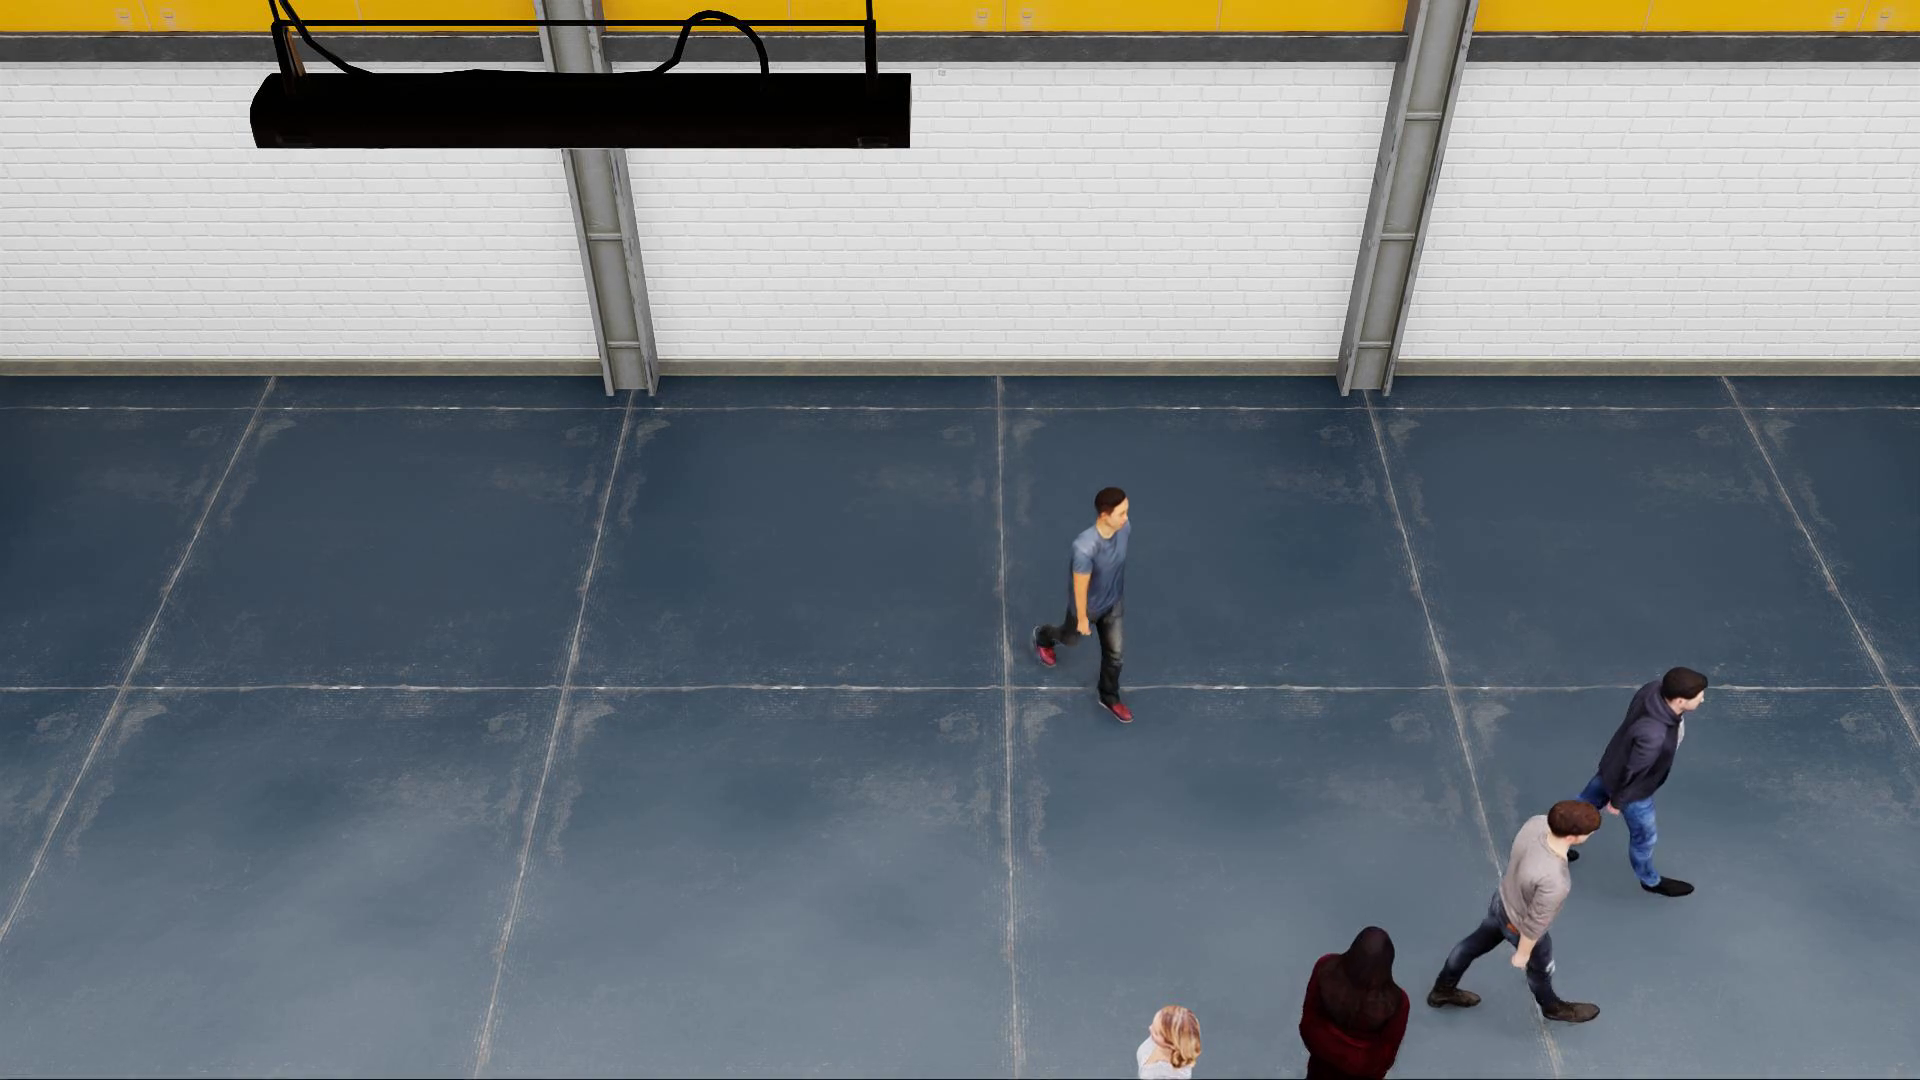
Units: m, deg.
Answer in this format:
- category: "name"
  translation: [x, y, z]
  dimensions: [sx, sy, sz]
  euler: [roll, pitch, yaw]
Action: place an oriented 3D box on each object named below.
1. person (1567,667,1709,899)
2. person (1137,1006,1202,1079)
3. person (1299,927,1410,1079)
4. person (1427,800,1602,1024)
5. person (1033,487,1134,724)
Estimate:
- category: "person"
  translation: [3.759, 1.349, 9.593]
  dimensions: [1.256, 1.830, 0.937]
  euler: [12, 45, 12]
- category: "person"
  translation: [0.985, 2.783, 8.113]
  dimensions: [0.509, 1.796, 0.590]
  euler: [2, 44, 2]
- category: "person"
  translation: [1.900, 2.592, 8.357]
  dimensions: [0.938, 1.735, 0.971]
  euler: [26, 50, 25]
- category: "person"
  translation: [2.909, 2.001, 8.883]
  dimensions: [1.125, 1.866, 0.710]
  euler: [0, 44, 0]
- category: "person"
  translation: [0.793, 0.344, 10.693]
  dimensions: [1.193, 1.768, 1.171]
  euler: [-26, 49, -25]
